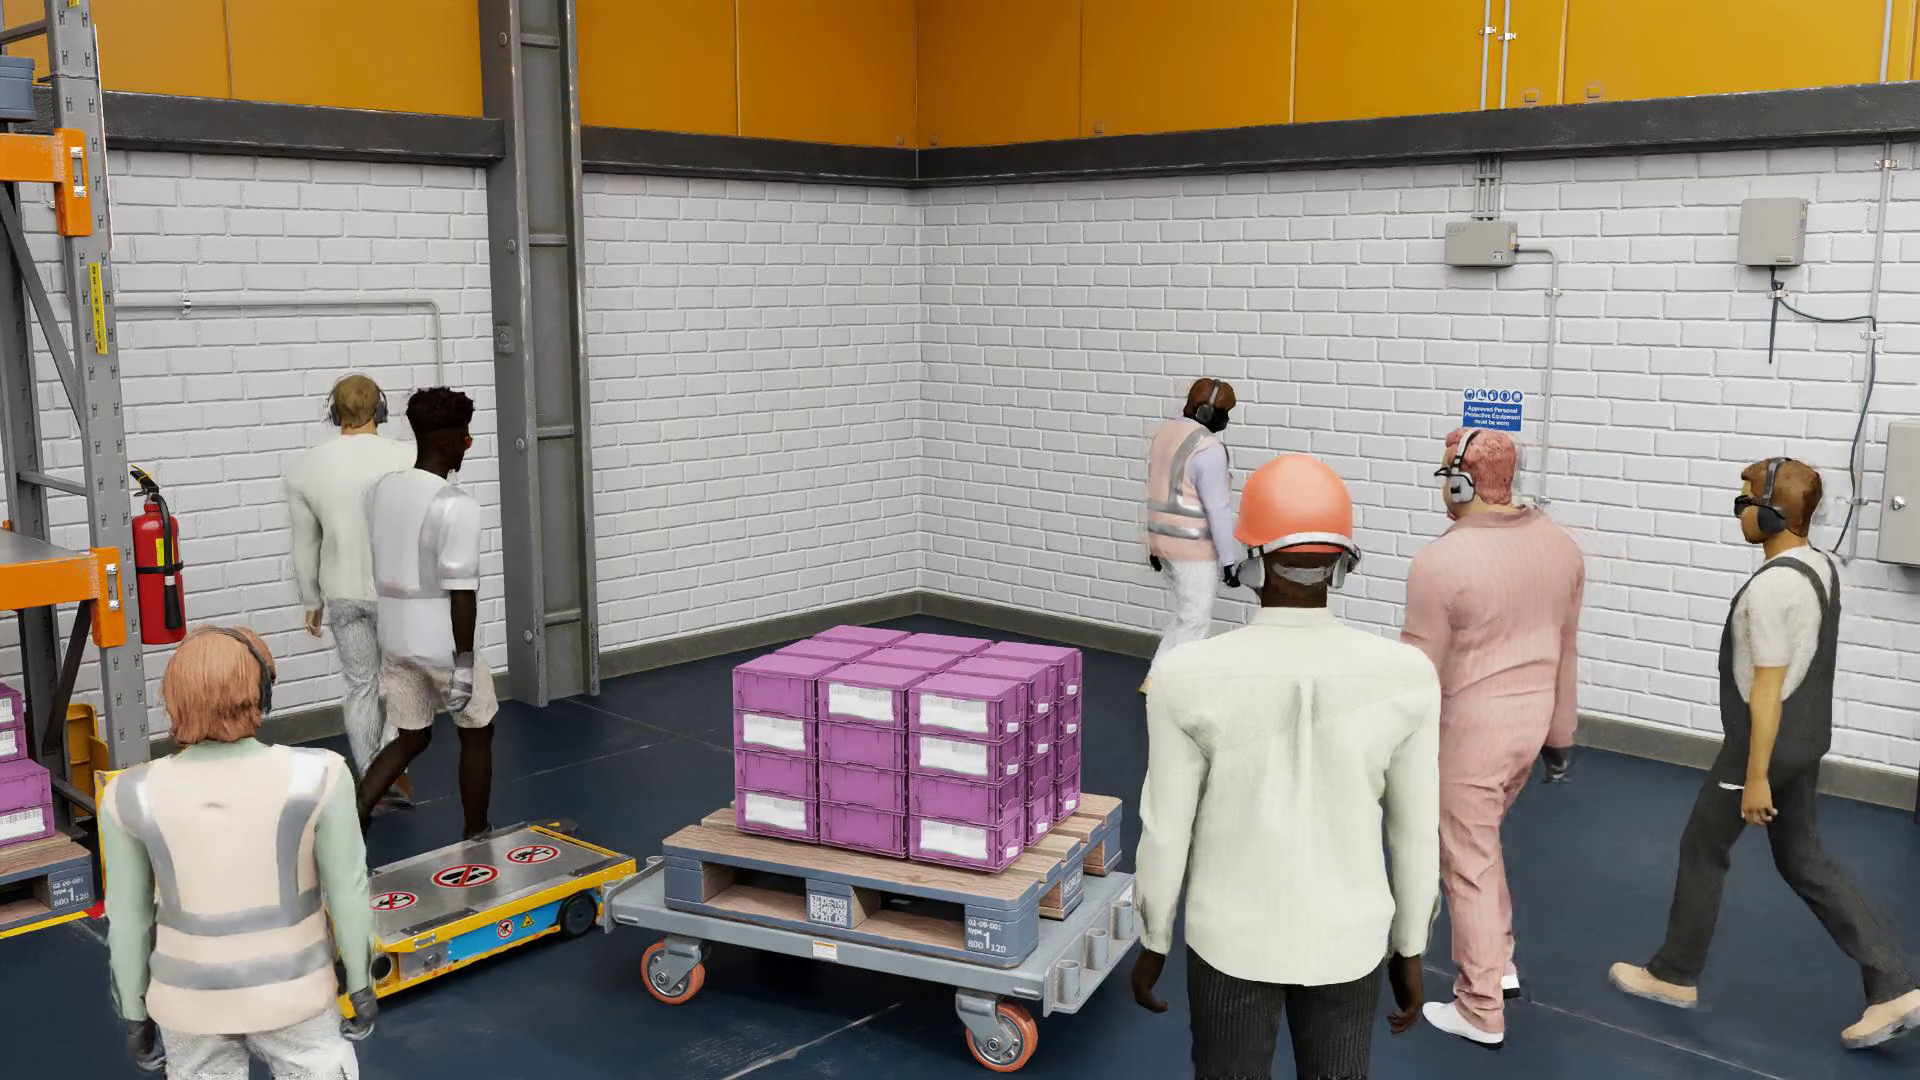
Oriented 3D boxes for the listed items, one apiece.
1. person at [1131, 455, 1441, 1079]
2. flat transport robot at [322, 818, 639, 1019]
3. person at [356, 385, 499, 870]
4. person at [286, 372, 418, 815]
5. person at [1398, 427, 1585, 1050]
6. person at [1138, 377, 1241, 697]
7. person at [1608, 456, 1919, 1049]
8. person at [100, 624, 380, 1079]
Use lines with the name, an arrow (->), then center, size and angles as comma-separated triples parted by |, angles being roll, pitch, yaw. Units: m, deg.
person -> 0.669, 0.821, 3.515 | 0.627, 1.995, 0.539 | 0, 9, -3
flat transport robot -> -1.790, 1.290, 5.817 | 0.652, 0.197, 1.431 | 7, 12, 38
person -> -2.055, 0.388, 6.258 | 0.612, 1.935, 0.776 | 5, 11, 30
person -> -2.524, 0.249, 7.117 | 0.654, 1.929, 0.460 | 0, 9, -1
person -> 1.563, 0.598, 5.100 | 0.669, 1.888, 0.518 | -5, 11, -29
person -> 1.184, 0.063, 8.602 | 0.429, 1.816, 0.672 | -2, 10, -14
person -> 2.539, 0.645, 5.083 | 0.520, 1.813, 0.917 | -9, 13, -42
person -> -1.508, 0.986, 3.509 | 0.530, 1.626, 0.437 | -2, 9, -12
